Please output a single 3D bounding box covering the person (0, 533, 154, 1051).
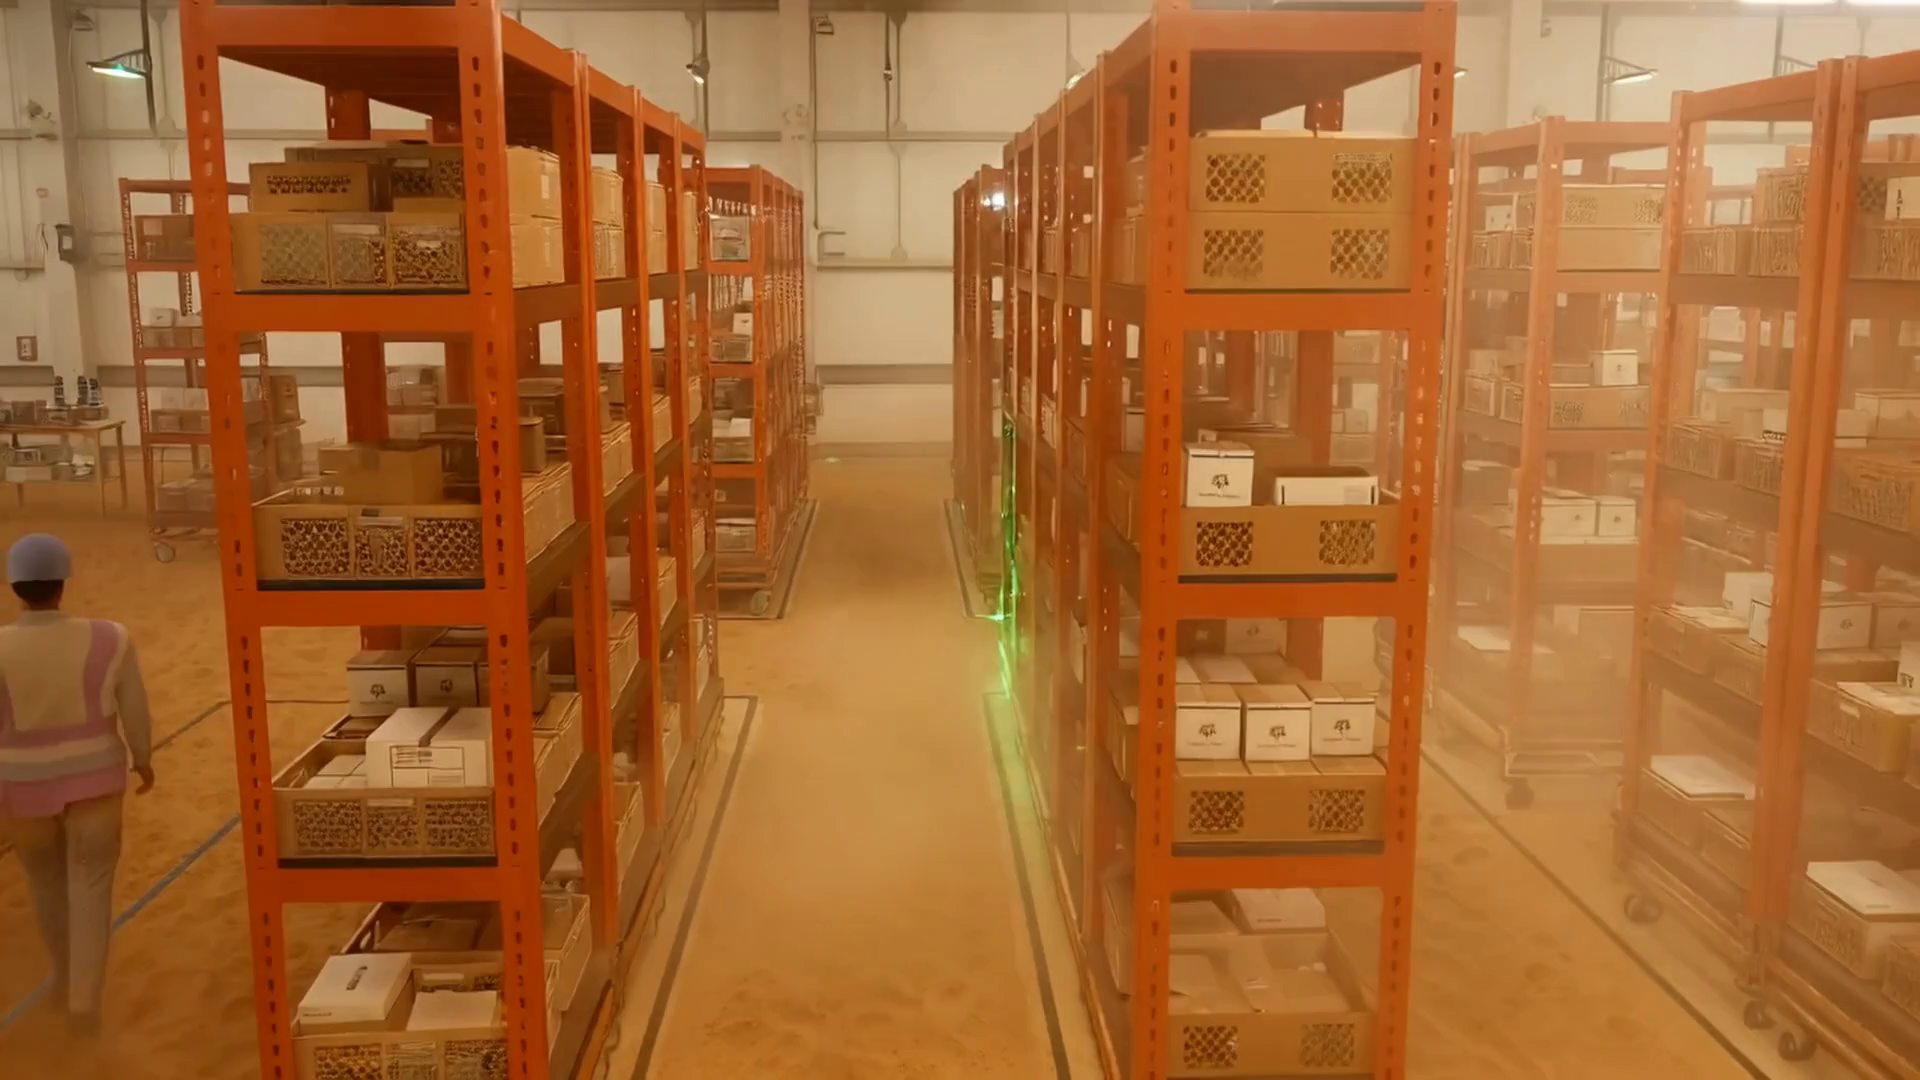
[{"bbox_3d":[-3.443,0.906,6.411,0.606,1.896,0.983,-4,11,-21],"label":"person"}]
